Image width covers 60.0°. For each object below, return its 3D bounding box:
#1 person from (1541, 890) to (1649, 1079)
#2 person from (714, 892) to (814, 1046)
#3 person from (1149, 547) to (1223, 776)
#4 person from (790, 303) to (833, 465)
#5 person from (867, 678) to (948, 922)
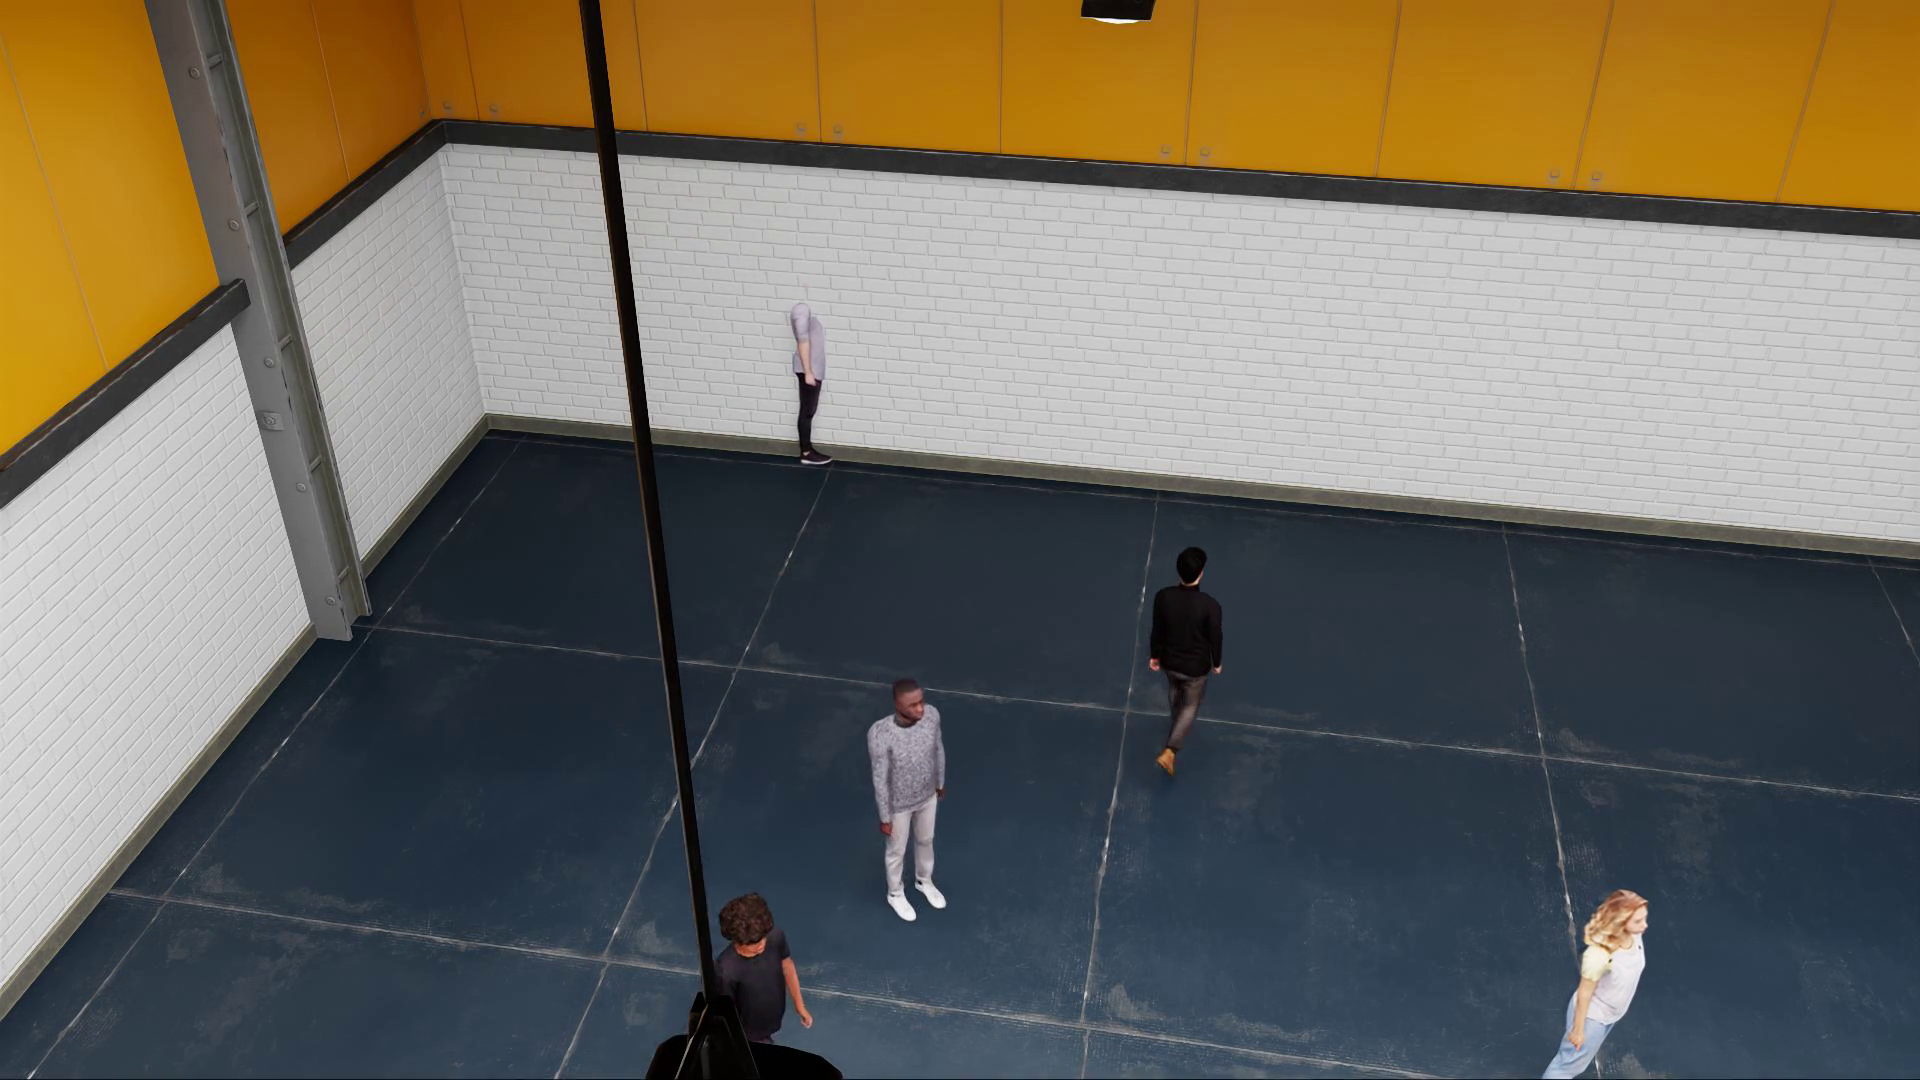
[{"bbox_3d":[3.414,2.521,8.958,0.770,1.722,0.660,27,42,34],"label":"person"},{"bbox_3d":[-1.156,2.513,8.964,0.927,1.729,1.126,19,38,26],"label":"person"},{"bbox_3d":[1.540,0.846,11.492,0.893,1.707,1.125,19,38,26],"label":"person"},{"bbox_3d":[-1.362,-1.589,15.040,0.755,1.834,0.560,1,34,2],"label":"person"},{"bbox_3d":[-0.329,1.564,10.298,0.746,1.833,0.814,-23,40,-30],"label":"person"}]
